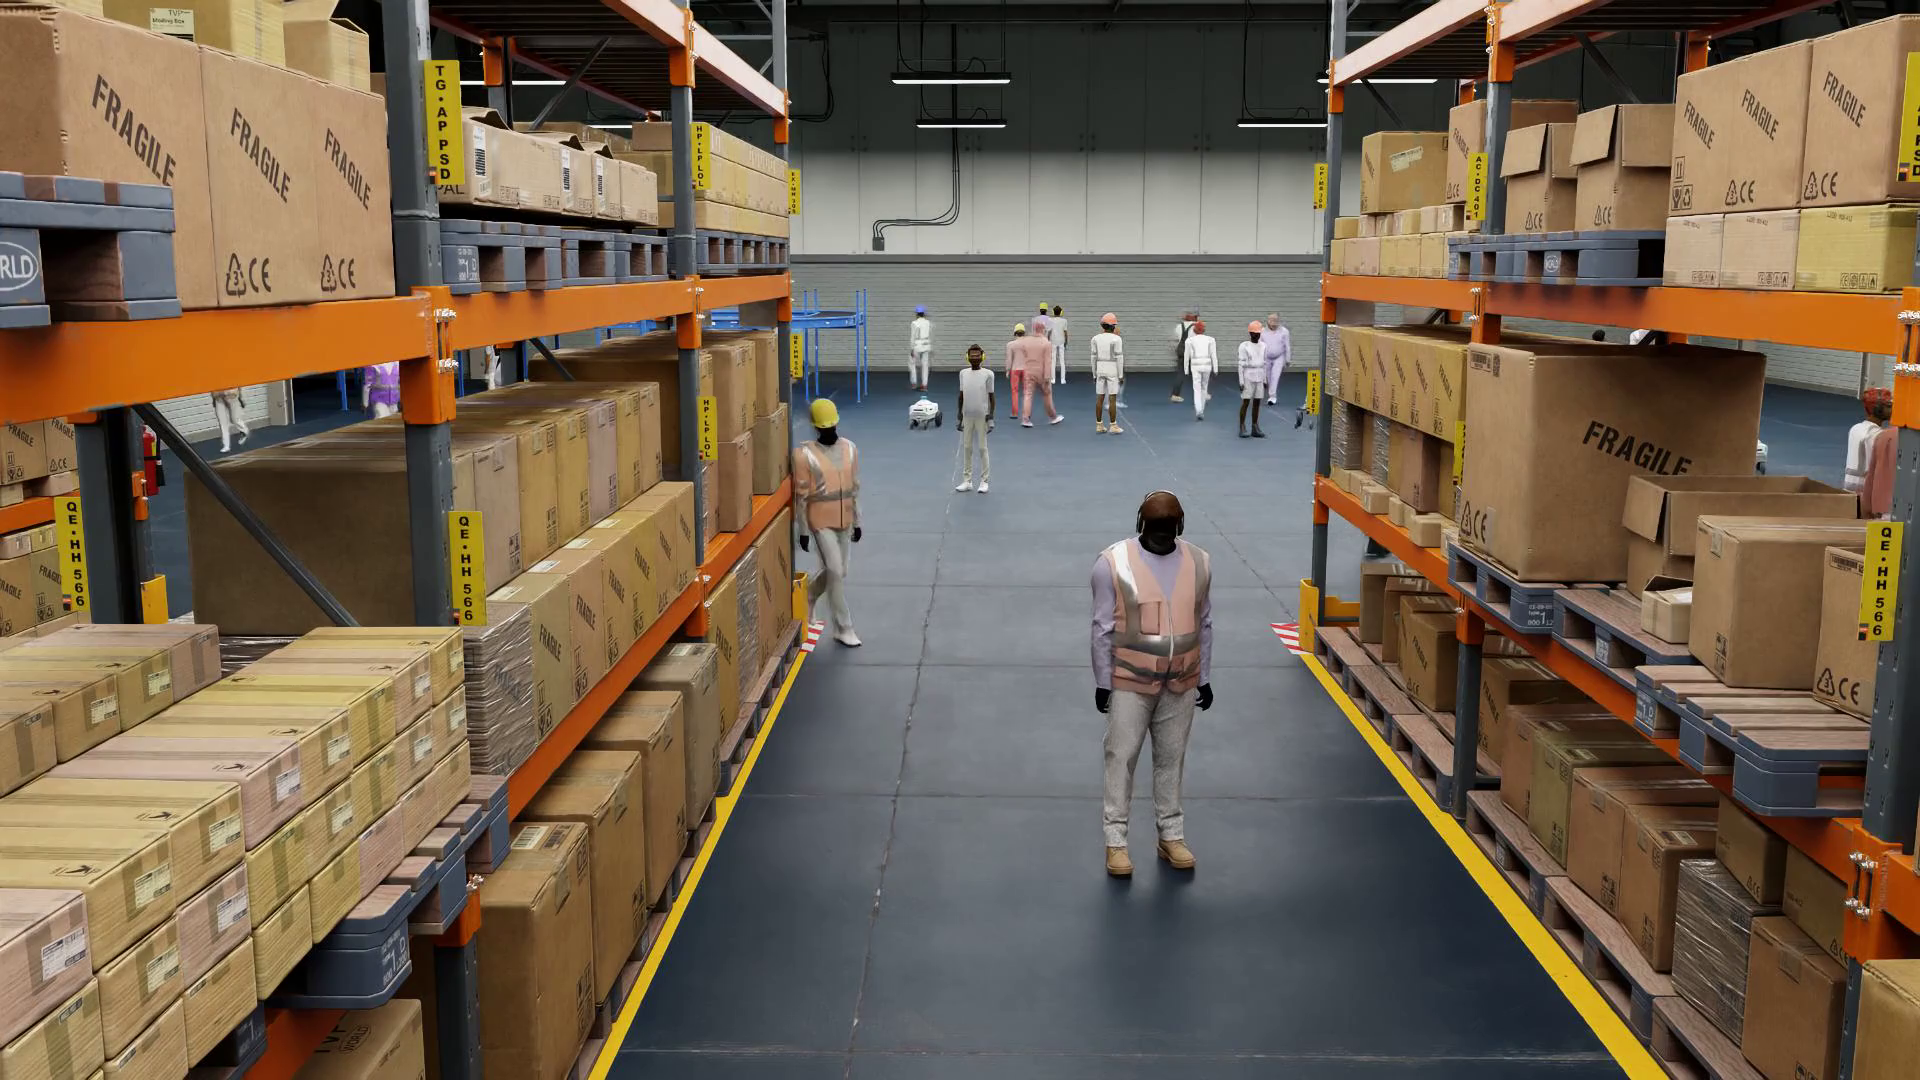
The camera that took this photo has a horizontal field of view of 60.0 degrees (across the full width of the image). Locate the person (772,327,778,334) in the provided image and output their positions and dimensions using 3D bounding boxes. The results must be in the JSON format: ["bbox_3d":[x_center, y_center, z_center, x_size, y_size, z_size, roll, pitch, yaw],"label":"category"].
[{"bbox_3d":[-3.530,-3.374,31.860,0.371,1.941,0.627,-1,10,-7],"label":"person"}]

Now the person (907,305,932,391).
[{"bbox_3d":[-0.949,-4.349,37.724,0.658,1.926,0.633,-9,13,-42],"label":"person"}]

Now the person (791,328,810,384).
[{"bbox_3d":[-3.908,-4.591,39.890,0.441,1.682,0.545,3,10,15],"label":"person"}]

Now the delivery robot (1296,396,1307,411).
[{"bbox_3d":[6.160,-2.424,29.379,0.335,0.223,0.698,4,10,24],"label":"delivery robot"}]

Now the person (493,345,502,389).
[{"bbox_3d":[-6.327,-1.928,23.255,0.391,1.920,0.587,-5,11,-27],"label":"person"}]

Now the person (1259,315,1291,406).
[{"bbox_3d":[6.386,-3.666,33.902,0.656,1.841,0.986,4,10,23],"label":"person"}]

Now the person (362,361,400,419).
[{"bbox_3d":[-8.008,-1.931,23.343,0.602,1.891,0.920,-9,13,-44],"label":"person"}]

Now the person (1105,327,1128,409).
[{"bbox_3d":[3.134,-3.423,33.082,0.557,1.614,0.523,-5,11,-30],"label":"person"}]

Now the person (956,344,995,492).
[{"bbox_3d":[0.188,-1.550,21.131,0.532,1.874,0.321,4,10,25],"label":"person"}]

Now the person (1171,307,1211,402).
[{"bbox_3d":[4.823,-3.889,34.765,0.691,2.000,1.009,9,13,43],"label":"person"}]

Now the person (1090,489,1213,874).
[{"bbox_3d":[0.927,0.671,7.939,0.619,1.838,0.430,-3,10,-15],"label":"person"}]

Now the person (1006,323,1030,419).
[{"bbox_3d":[1.108,-3.152,31.047,0.533,1.767,0.326,-3,10,-15],"label":"person"}]

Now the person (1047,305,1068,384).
[{"bbox_3d":[2.338,-4.699,40.000,0.521,1.874,0.328,0,9,0],"label":"person"}]

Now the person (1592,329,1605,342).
[{"bbox_3d":[11.508,-2.956,30.074,0.540,1.697,0.317,6,11,34],"label":"person"}]

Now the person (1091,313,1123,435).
[{"bbox_3d":[2.520,-2.827,28.269,0.605,2.045,0.377,7,12,36],"label":"person"}]

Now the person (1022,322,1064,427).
[{"bbox_3d":[1.421,-2.938,29.508,0.646,1.854,0.988,7,12,37],"label":"person"}]

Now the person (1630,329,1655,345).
[{"bbox_3d":[13.923,-3.681,34.049,0.588,1.822,0.403,-2,10,-13],"label":"person"}]

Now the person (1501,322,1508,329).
[{"bbox_3d":[10.100,-3.154,30.932,0.830,1.813,0.628,4,10,21],"label":"person"}]

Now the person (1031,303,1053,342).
[{"bbox_3d":[2.014,-4.850,40.810,0.644,1.921,0.459,2,10,14],"label":"person"}]

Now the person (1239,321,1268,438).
[{"bbox_3d":[4.897,-2.678,27.693,0.551,1.935,0.371,-5,11,-26],"label":"person"}]

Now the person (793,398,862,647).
[{"bbox_3d":[-1.061,-0.160,12.781,0.599,1.892,0.778,-9,13,-42],"label":"person"}]

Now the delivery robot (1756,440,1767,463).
[{"bbox_3d":[11.012,-1.267,23.223,0.477,0.478,0.707,2,10,11],"label":"delivery robot"}]

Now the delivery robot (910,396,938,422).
[{"bbox_3d":[-0.637,-2.295,29.379,0.477,0.478,0.707,3,10,15],"label":"delivery robot"}]

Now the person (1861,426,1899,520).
[{"bbox_3d":[7.452,-0.249,13.182,1.076,1.931,0.593,0,9,1],"label":"person"}]

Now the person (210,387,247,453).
[{"bbox_3d":[-11.279,-2.178,25.691,0.520,1.615,0.582,0,9,0],"label":"person"}]

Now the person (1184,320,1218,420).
[{"bbox_3d":[4.493,-3.167,30.955,0.603,1.838,0.951,0,9,-2],"label":"person"}]

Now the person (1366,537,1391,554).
[{"bbox_3d":[4.469,-0.795,16.630,0.995,1.861,0.614,-5,11,-28],"label":"person"}]

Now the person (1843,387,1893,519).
[{"bbox_3d":[7.454,-0.309,13.667,0.354,1.883,0.572,2,10,9],"label":"person"}]

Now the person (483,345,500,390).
[{"bbox_3d":[-8.424,-3.012,29.941,0.326,1.865,0.517,2,10,11],"label":"person"}]
